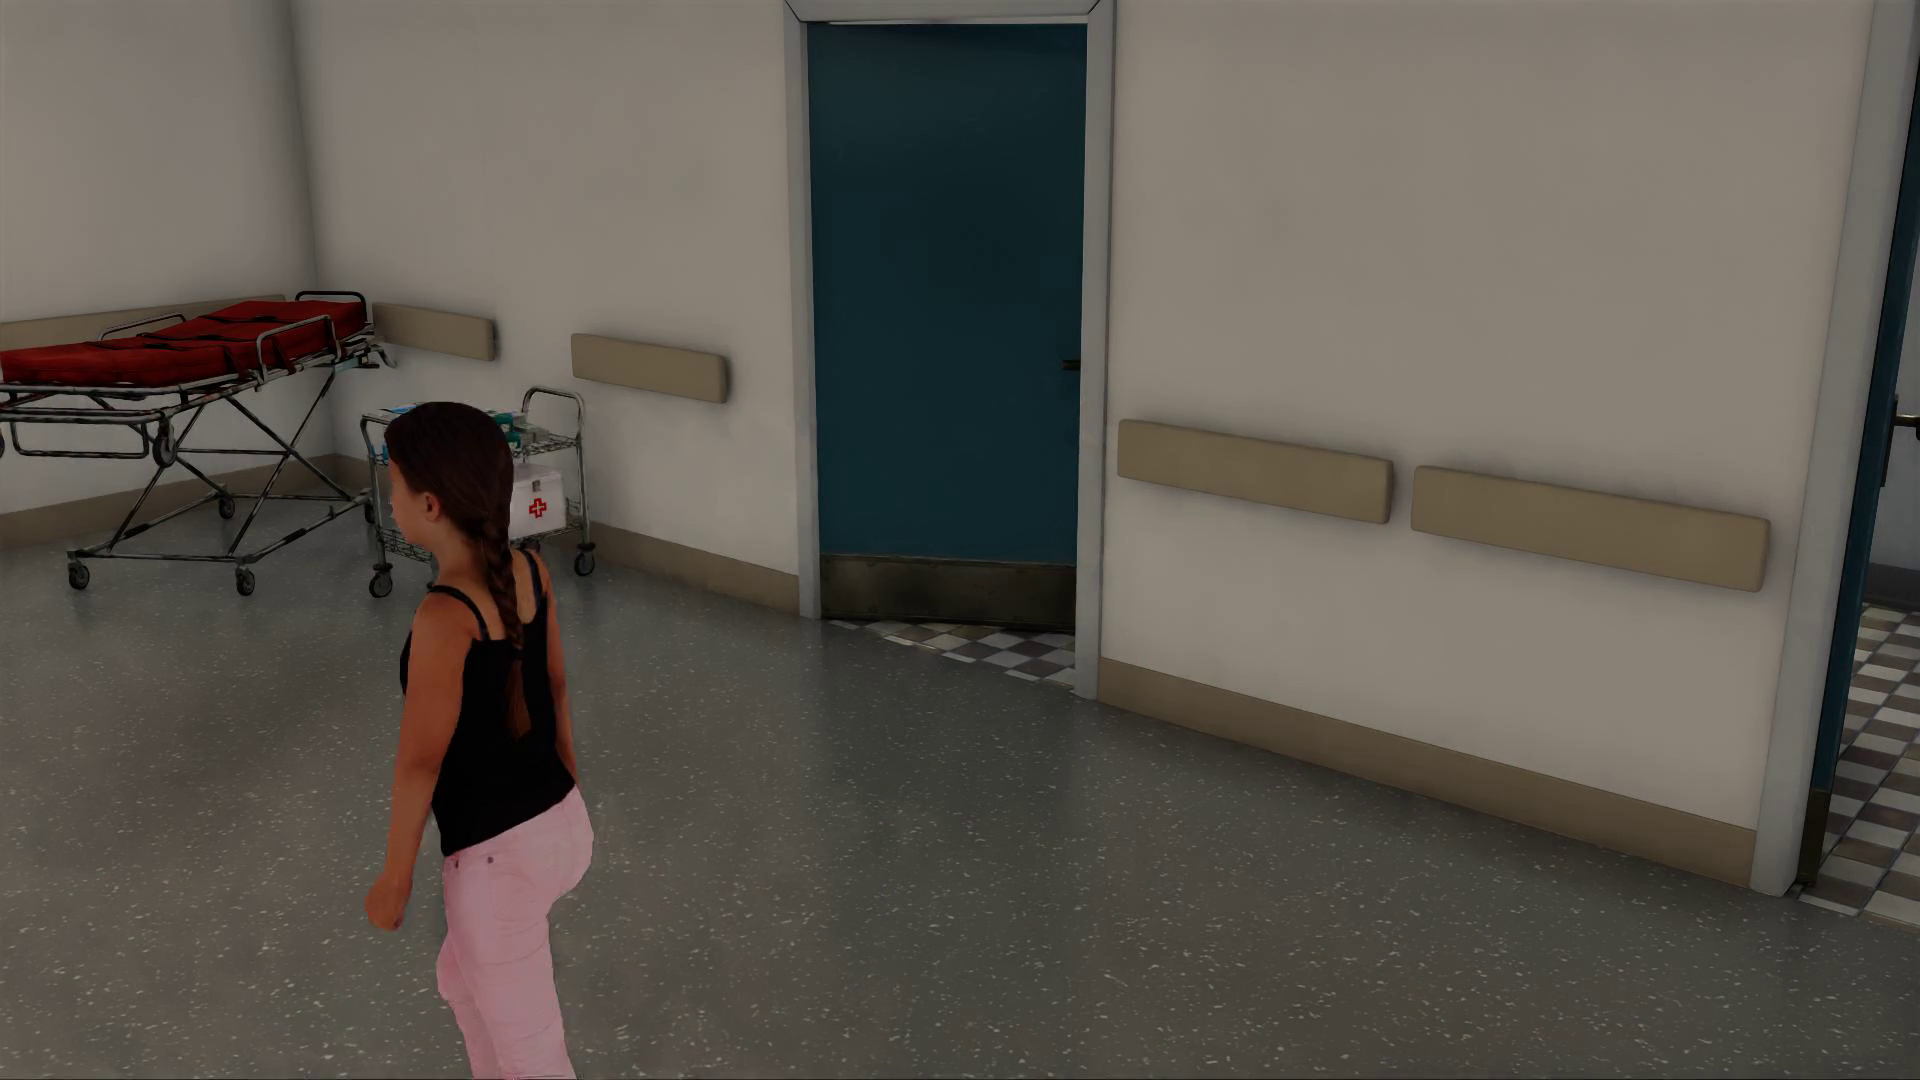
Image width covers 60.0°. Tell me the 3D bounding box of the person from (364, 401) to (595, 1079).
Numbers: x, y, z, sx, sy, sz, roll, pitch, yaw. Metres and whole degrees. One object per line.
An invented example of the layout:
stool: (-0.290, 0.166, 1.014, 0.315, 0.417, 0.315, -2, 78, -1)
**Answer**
person: (-0.695, 0.540, 2.788, 0.796, 1.549, 0.694, 3, 16, 12)
